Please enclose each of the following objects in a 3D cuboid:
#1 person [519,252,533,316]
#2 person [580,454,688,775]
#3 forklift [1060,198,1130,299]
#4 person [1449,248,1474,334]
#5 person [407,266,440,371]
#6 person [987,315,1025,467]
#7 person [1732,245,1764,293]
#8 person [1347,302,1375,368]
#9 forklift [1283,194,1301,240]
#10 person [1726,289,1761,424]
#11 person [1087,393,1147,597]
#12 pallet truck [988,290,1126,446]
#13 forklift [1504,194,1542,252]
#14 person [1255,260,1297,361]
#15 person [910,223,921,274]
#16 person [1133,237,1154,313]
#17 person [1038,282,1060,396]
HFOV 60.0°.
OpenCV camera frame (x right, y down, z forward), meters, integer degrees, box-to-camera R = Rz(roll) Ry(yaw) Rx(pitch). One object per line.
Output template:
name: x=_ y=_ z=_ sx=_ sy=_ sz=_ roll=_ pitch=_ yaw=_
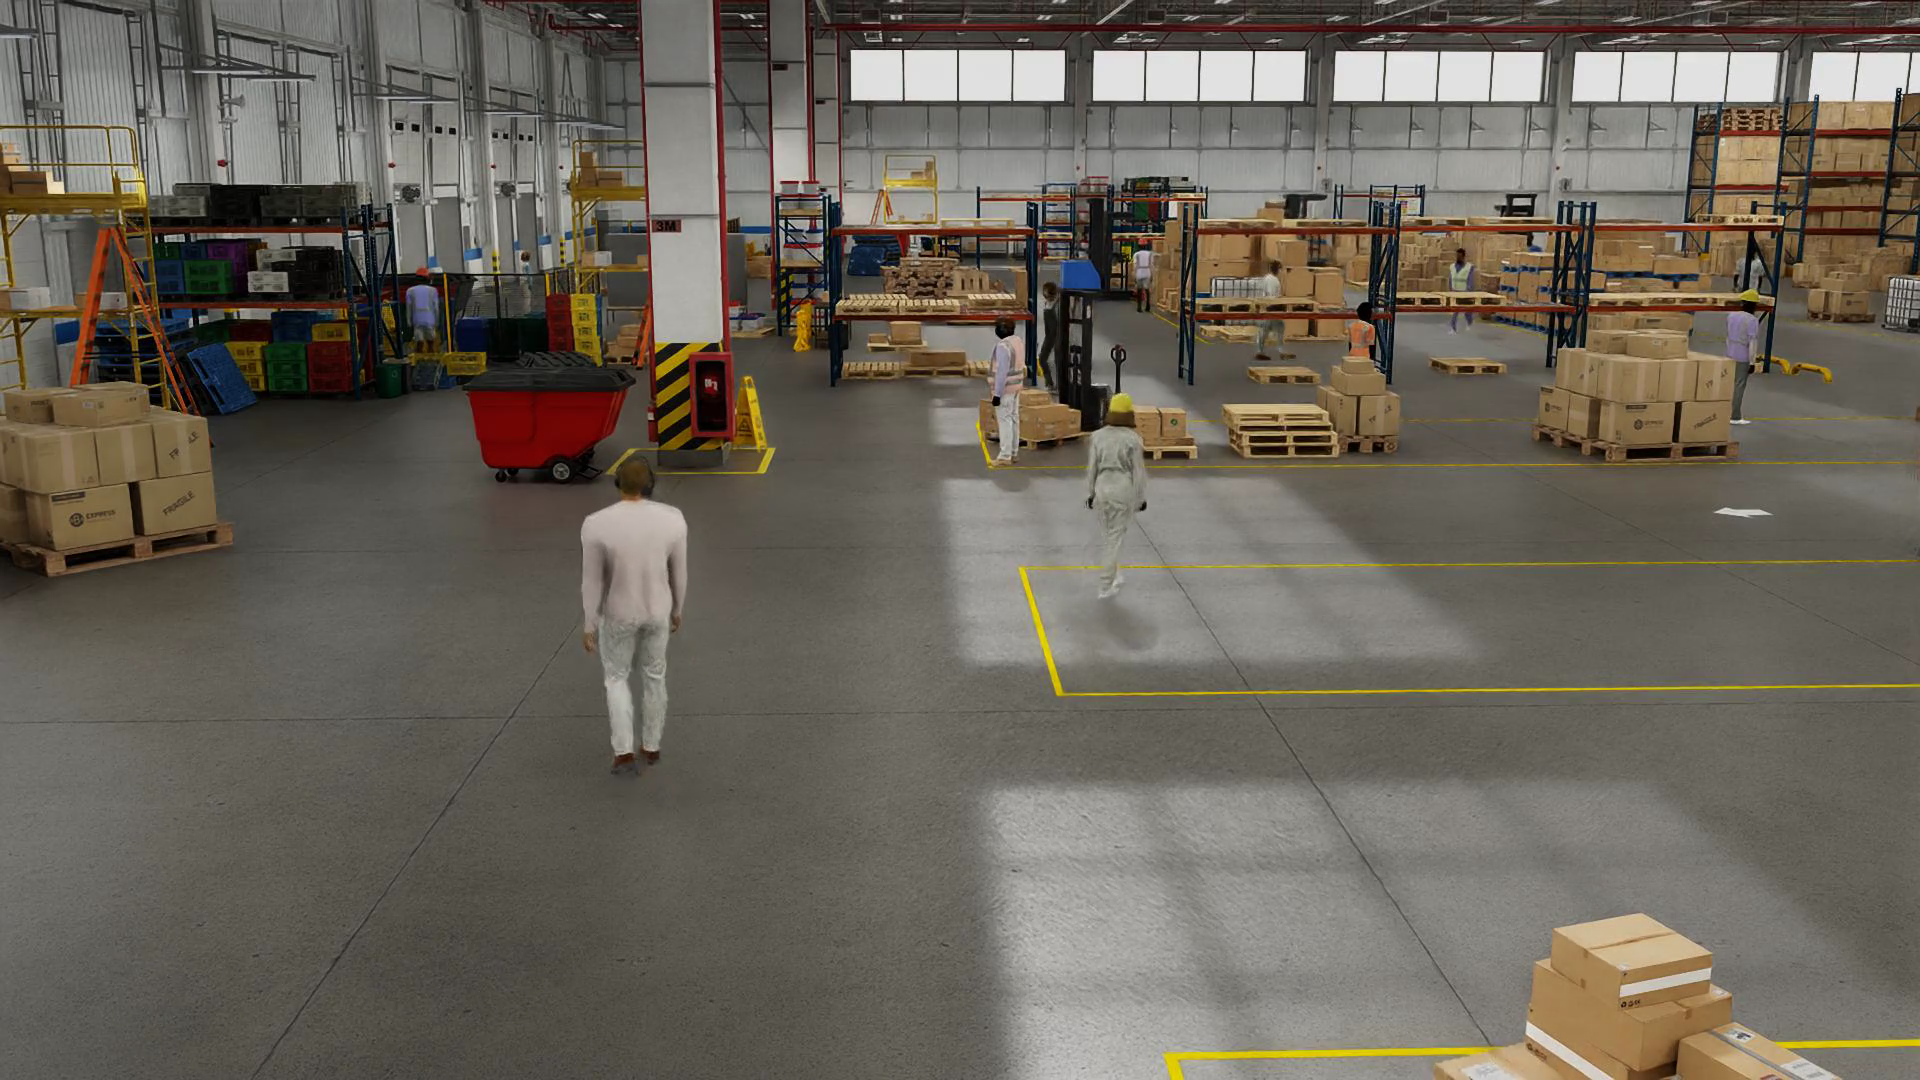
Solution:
person: x=-10.612 y=-6.226 z=40.680 sx=0.314 sy=1.634 sz=0.515 roll=-7 pitch=14 yaw=-30
person: x=-1.935 y=0.438 z=9.915 sx=0.647 sy=1.933 sz=0.433 roll=-5 pitch=14 yaw=-22
forklift: x=3.796 y=-8.210 z=46.791 sx=1.873 sy=2.768 sz=1.129 roll=0 pitch=12 yaw=-2
person: x=11.120 y=-5.505 z=36.812 sx=0.666 sy=1.899 sz=0.603 roll=-11 pitch=17 yaw=-41
person: x=-9.411 y=-3.833 z=29.207 sx=0.557 sy=1.925 sz=0.519 roll=-2 pitch=13 yaw=-9
person: x=0.547 y=-1.815 z=20.281 sx=0.429 sy=1.845 sz=0.626 roll=5 pitch=13 yaw=22
person: x=18.209 y=-5.875 z=38.433 sx=0.604 sy=1.931 sz=0.959 roll=7 pitch=14 yaw=30
person: x=5.854 y=-2.616 z=24.227 sx=0.317 sy=1.695 sz=0.540 roll=-6 pitch=14 yaw=-25
forklift: x=10.908 y=-9.998 z=54.864 sx=1.873 sy=2.768 sz=1.129 roll=0 pitch=12 yaw=-2
person: x=11.122 y=-2.600 z=23.666 sx=0.403 sy=1.918 sz=0.583 roll=-4 pitch=13 yaw=-16
person: x=1.371 y=-0.398 z=14.148 sx=0.498 sy=1.711 sz=0.725 roll=7 pitch=14 yaw=30
pallet truck: x=1.257 y=-2.299 z=22.111 sx=1.885 sy=1.965 sz=0.823 roll=-9 pitch=15 yaw=-35
forklift: x=18.825 y=-10.258 z=56.034 sx=1.129 sy=2.768 sz=1.873 roll=0 pitch=12 yaw=-2
person: x=6.032 y=-4.337 z=31.524 sx=0.888 sy=1.905 sz=0.641 roll=5 pitch=13 yaw=21
person: x=-1.465 y=-9.642 z=55.523 sx=0.355 sy=1.884 sz=0.575 roll=-7 pitch=14 yaw=-28
person: x=4.664 y=-6.727 z=42.263 sx=0.543 sy=1.925 sz=0.659 roll=-1 pitch=13 yaw=-3
person: x=1.468 y=-3.213 z=26.617 sx=0.543 sy=1.822 sz=0.545 roll=-9 pitch=16 yaw=-36
